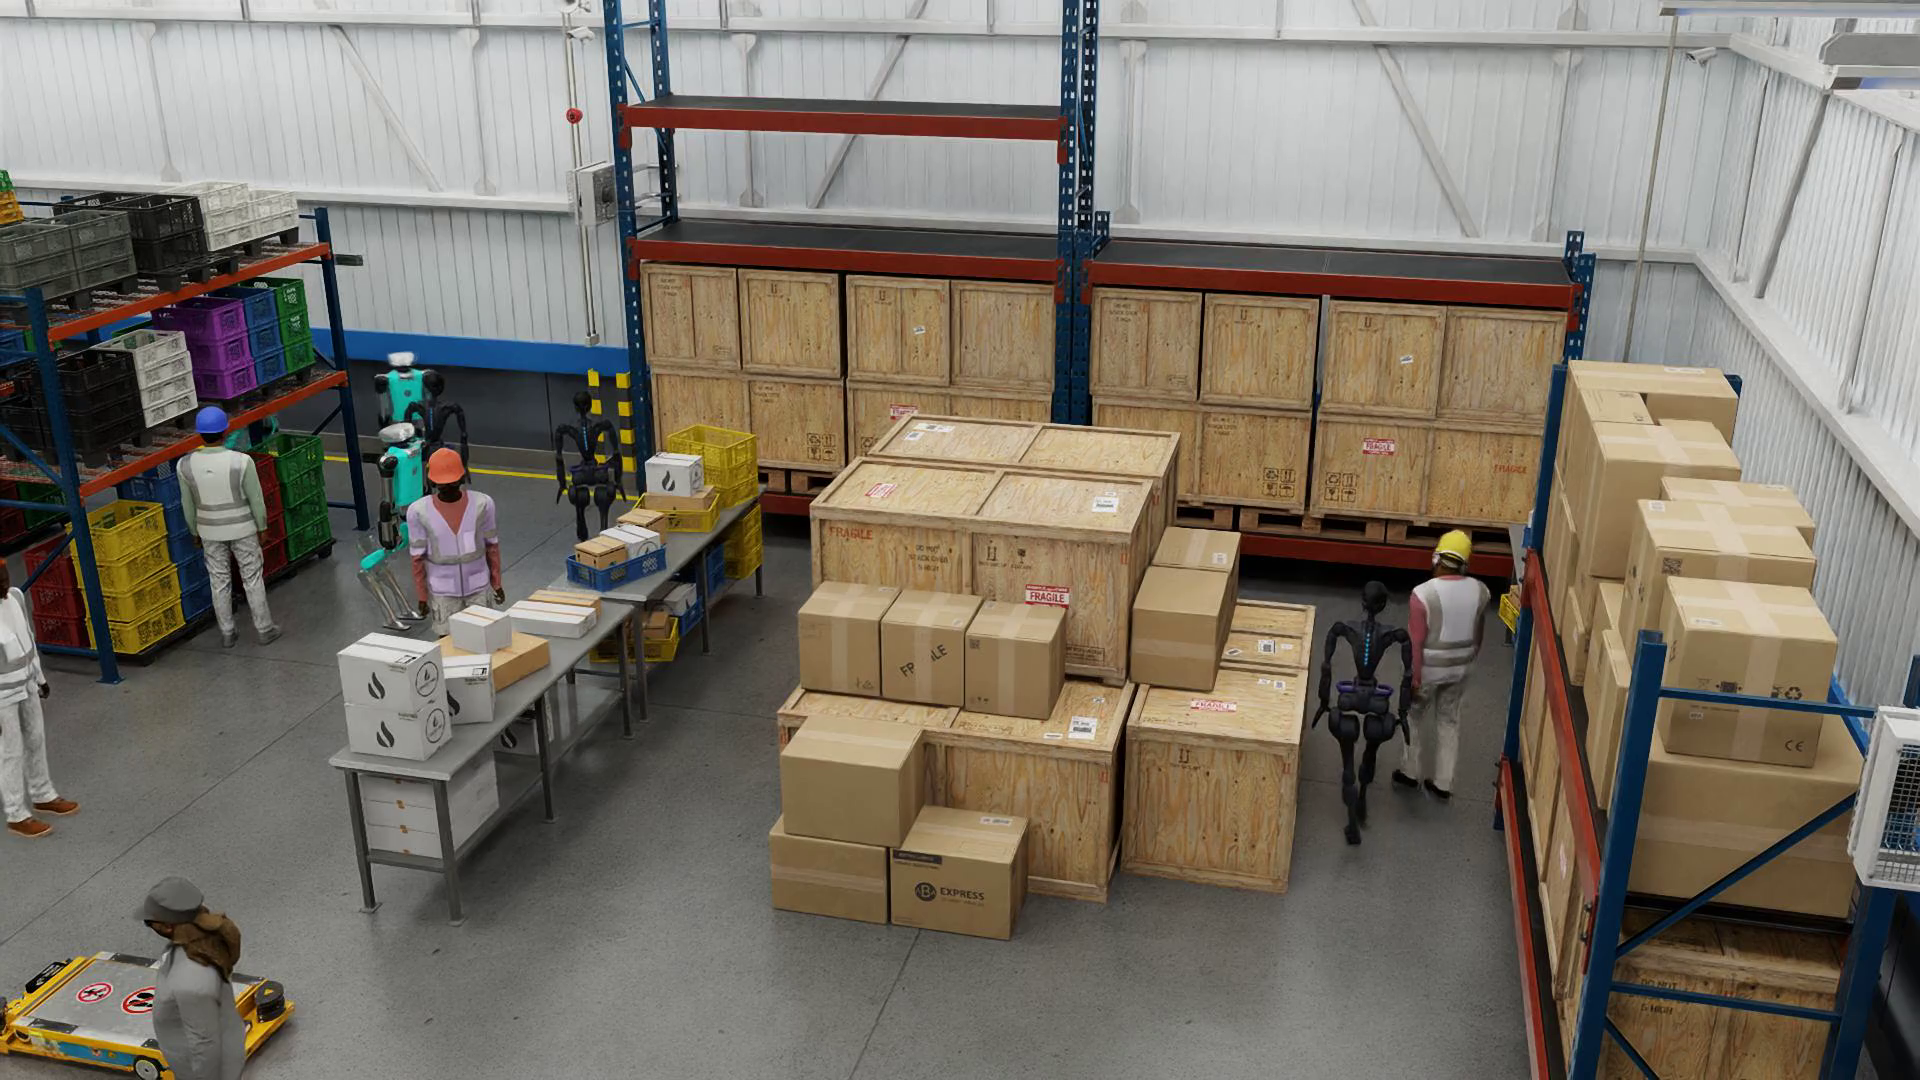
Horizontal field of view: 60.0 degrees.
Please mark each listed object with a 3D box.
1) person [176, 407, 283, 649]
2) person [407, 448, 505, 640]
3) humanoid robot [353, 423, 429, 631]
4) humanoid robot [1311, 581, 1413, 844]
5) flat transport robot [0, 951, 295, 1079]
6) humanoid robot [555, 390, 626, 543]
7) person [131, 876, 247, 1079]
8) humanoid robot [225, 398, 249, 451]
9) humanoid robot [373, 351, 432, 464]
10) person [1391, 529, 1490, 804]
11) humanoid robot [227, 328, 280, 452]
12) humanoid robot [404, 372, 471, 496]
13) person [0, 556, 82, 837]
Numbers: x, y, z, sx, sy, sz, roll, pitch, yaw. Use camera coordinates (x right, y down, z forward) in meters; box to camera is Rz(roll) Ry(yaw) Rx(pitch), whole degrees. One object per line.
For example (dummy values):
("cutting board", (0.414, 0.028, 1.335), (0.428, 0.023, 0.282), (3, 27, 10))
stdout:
("person", (-5.680, -0.086, 12.920), (0.601, 1.948, 0.384), (-2, 21, -7))
("person", (-3.520, 0.323, 11.720), (0.609, 2.042, 0.393), (-9, 23, -23))
("humanoid robot", (-4.547, -0.123, 13.165), (0.737, 1.693, 0.530), (7, 22, 18))
("humanoid robot", (2.499, 1.062, 10.326), (0.609, 1.637, 0.557), (6, 22, 14))
("flat transport robot", (-4.270, 2.464, 8.601), (1.431, 0.231, 0.659), (5, 22, 13))
("humanoid robot", (-3.219, -0.511, 14.454), (0.596, 1.621, 0.759), (-5, 21, -12))
("person", (-3.214, 2.218, 7.141), (0.394, 1.767, 0.574), (-8, 23, -21))
("humanoid robot", (-7.100, -1.266, 16.342), (0.680, 1.835, 0.534), (3, 21, 9))
("humanoid robot", (-5.170, -0.962, 15.558), (0.541, 1.781, 0.852), (-10, 23, -24))
("person", (3.117, 0.826, 10.752), (0.609, 1.791, 0.550), (-5, 21, -13))
("humanoid robot", (-6.783, -1.102, 15.918), (0.636, 1.836, 0.537), (-6, 22, -14))
("humanoid robot", (-4.729, -0.717, 14.994), (0.618, 1.639, 0.623), (-3, 21, -7))
("person", (-5.880, 0.953, 10.307), (0.363, 1.879, 0.580), (2, 21, 4))
